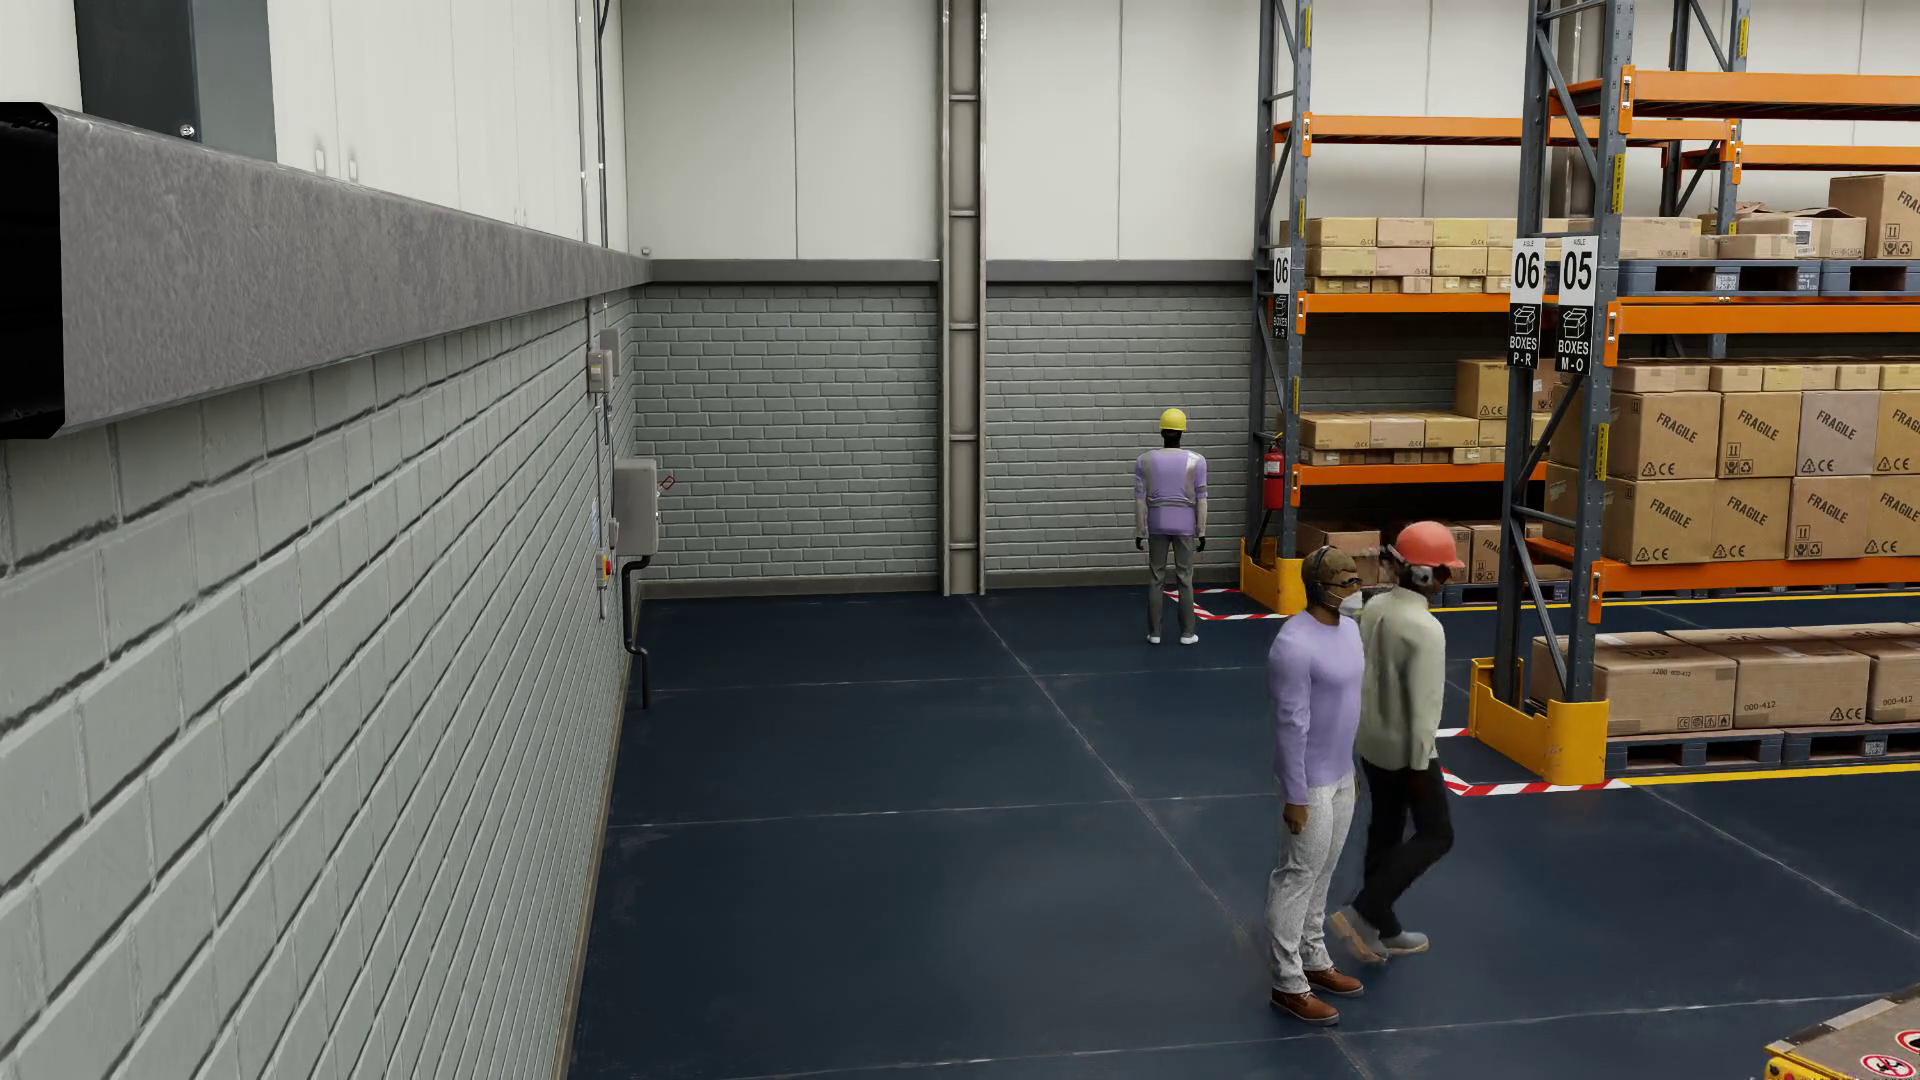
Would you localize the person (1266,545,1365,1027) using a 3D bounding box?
[{"bbox_3d":[1.466,0.976,6.792,0.372,1.940,0.629,6,11,33],"label":"person"}]

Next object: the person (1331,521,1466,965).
[{"bbox_3d":[1.895,0.890,7.218,0.487,1.973,0.620,-3,10,-18],"label":"person"}]

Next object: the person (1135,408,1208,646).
[{"bbox_3d":[1.704,-0.100,13.457,0.584,1.928,0.374,2,9,12],"label":"person"}]

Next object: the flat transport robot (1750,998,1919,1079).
[{"bbox_3d":[3.466,1.935,6.007,1.431,0.197,0.652,-6,11,-31],"label":"flat transport robot"}]
